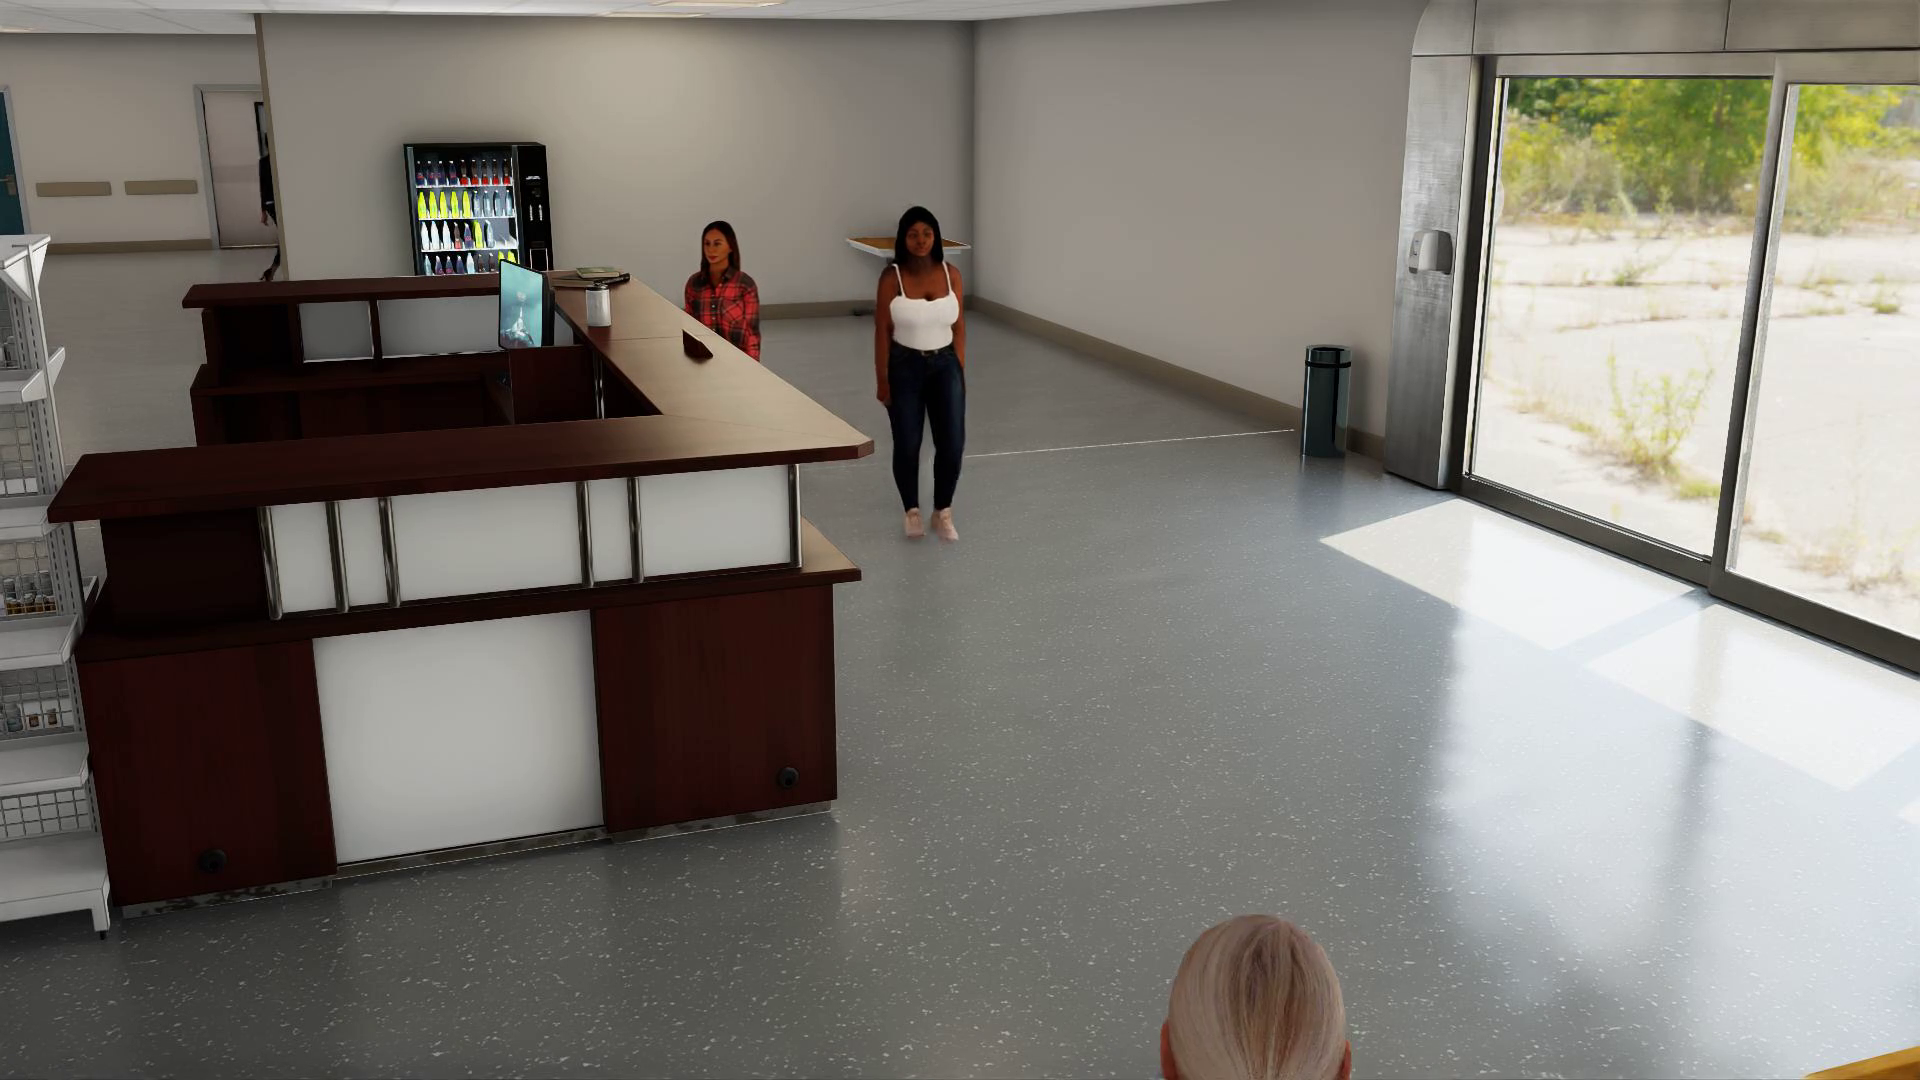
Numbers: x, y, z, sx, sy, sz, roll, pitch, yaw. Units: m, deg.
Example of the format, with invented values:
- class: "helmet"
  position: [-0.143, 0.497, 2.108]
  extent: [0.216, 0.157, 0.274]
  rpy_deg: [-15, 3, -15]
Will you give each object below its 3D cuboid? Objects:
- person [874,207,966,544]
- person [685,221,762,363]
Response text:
- class: "person"
  position: [-0.227, -0.886, 8.988]
  extent: [0.696, 1.795, 0.772]
  rpy_deg: [-3, 16, -12]
- class: "person"
  position: [-1.309, -0.932, 9.323]
  extent: [0.670, 1.701, 0.764]
  rpy_deg: [4, 16, 14]
